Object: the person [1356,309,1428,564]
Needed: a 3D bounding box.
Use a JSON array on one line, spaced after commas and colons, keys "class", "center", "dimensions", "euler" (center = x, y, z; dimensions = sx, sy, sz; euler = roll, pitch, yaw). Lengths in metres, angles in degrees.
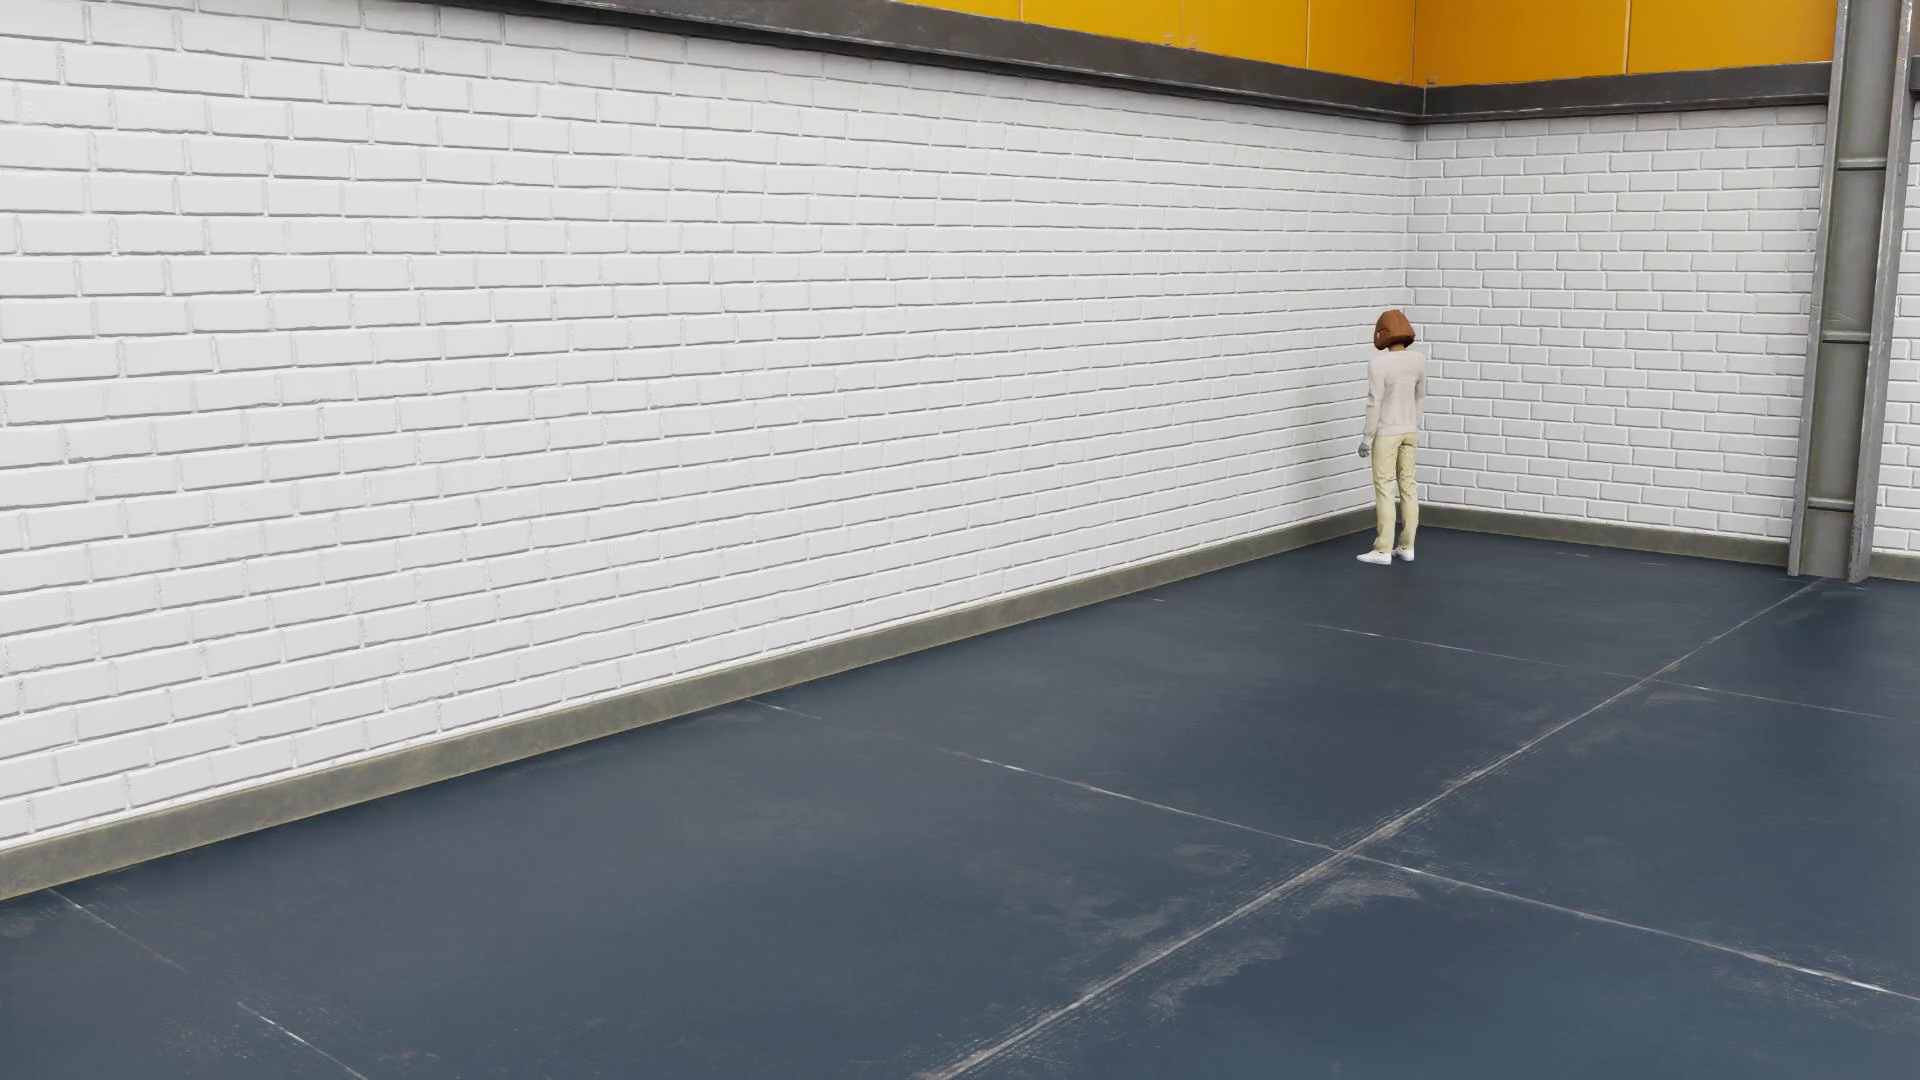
[{"class": "person", "center": [2.773, -0.658, 10.687], "dimensions": [0.498, 1.633, 0.279], "euler": [-6, 12, -31]}]
